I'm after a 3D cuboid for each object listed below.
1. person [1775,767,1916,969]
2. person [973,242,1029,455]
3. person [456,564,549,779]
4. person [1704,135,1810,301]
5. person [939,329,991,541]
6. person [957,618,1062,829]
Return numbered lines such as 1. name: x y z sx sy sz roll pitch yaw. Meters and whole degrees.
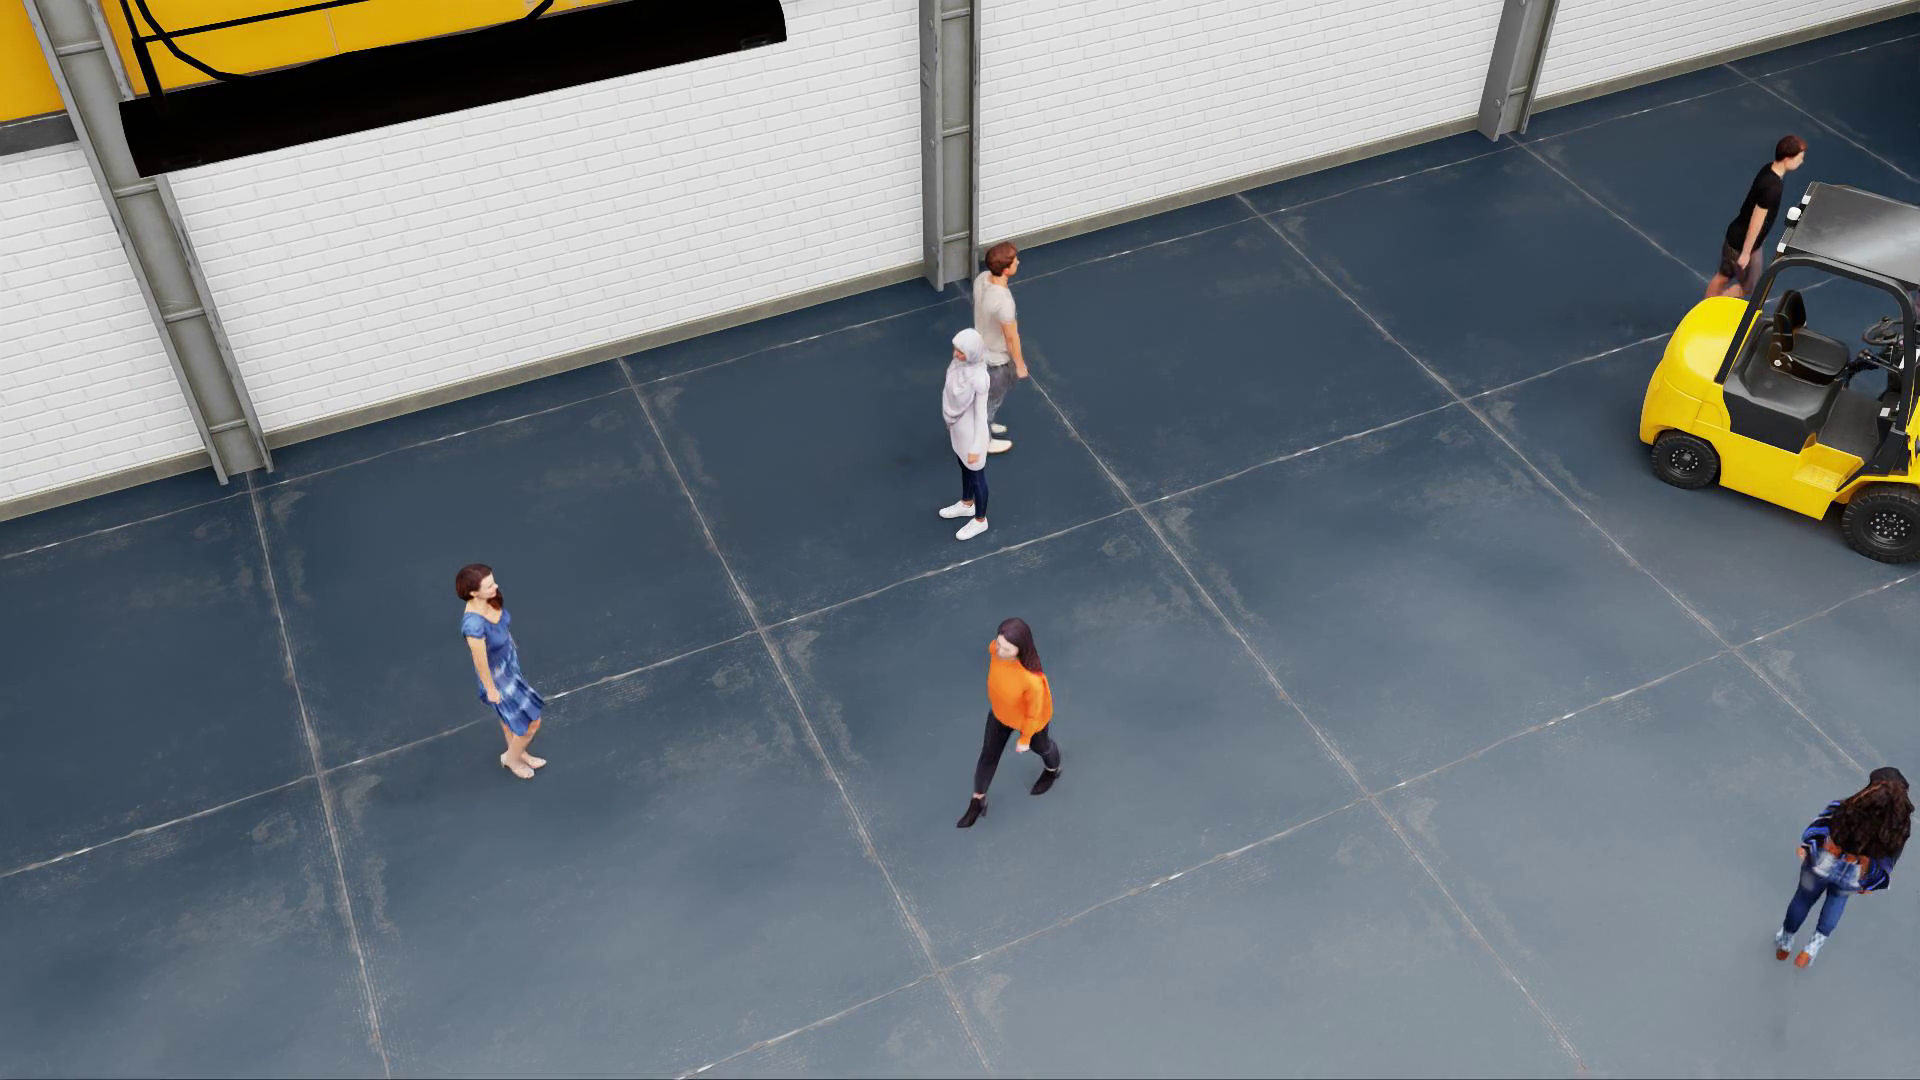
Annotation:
1. person: 4.801 1.852 9.117 0.763 1.609 0.815 18 47 18
2. person: 0.177 -1.366 12.295 0.659 1.884 0.679 -12 45 -13
3. person: -2.852 0.832 10.050 0.785 1.800 0.762 -5 44 -5
4. person: 6.291 -2.463 13.472 0.860 1.851 0.801 11 45 12
5. person: 0.069 -0.765 11.742 0.522 1.777 0.610 -16 46 -17
6. person: 0.414 1.001 9.934 1.105 1.714 0.816 -28 50 -26
